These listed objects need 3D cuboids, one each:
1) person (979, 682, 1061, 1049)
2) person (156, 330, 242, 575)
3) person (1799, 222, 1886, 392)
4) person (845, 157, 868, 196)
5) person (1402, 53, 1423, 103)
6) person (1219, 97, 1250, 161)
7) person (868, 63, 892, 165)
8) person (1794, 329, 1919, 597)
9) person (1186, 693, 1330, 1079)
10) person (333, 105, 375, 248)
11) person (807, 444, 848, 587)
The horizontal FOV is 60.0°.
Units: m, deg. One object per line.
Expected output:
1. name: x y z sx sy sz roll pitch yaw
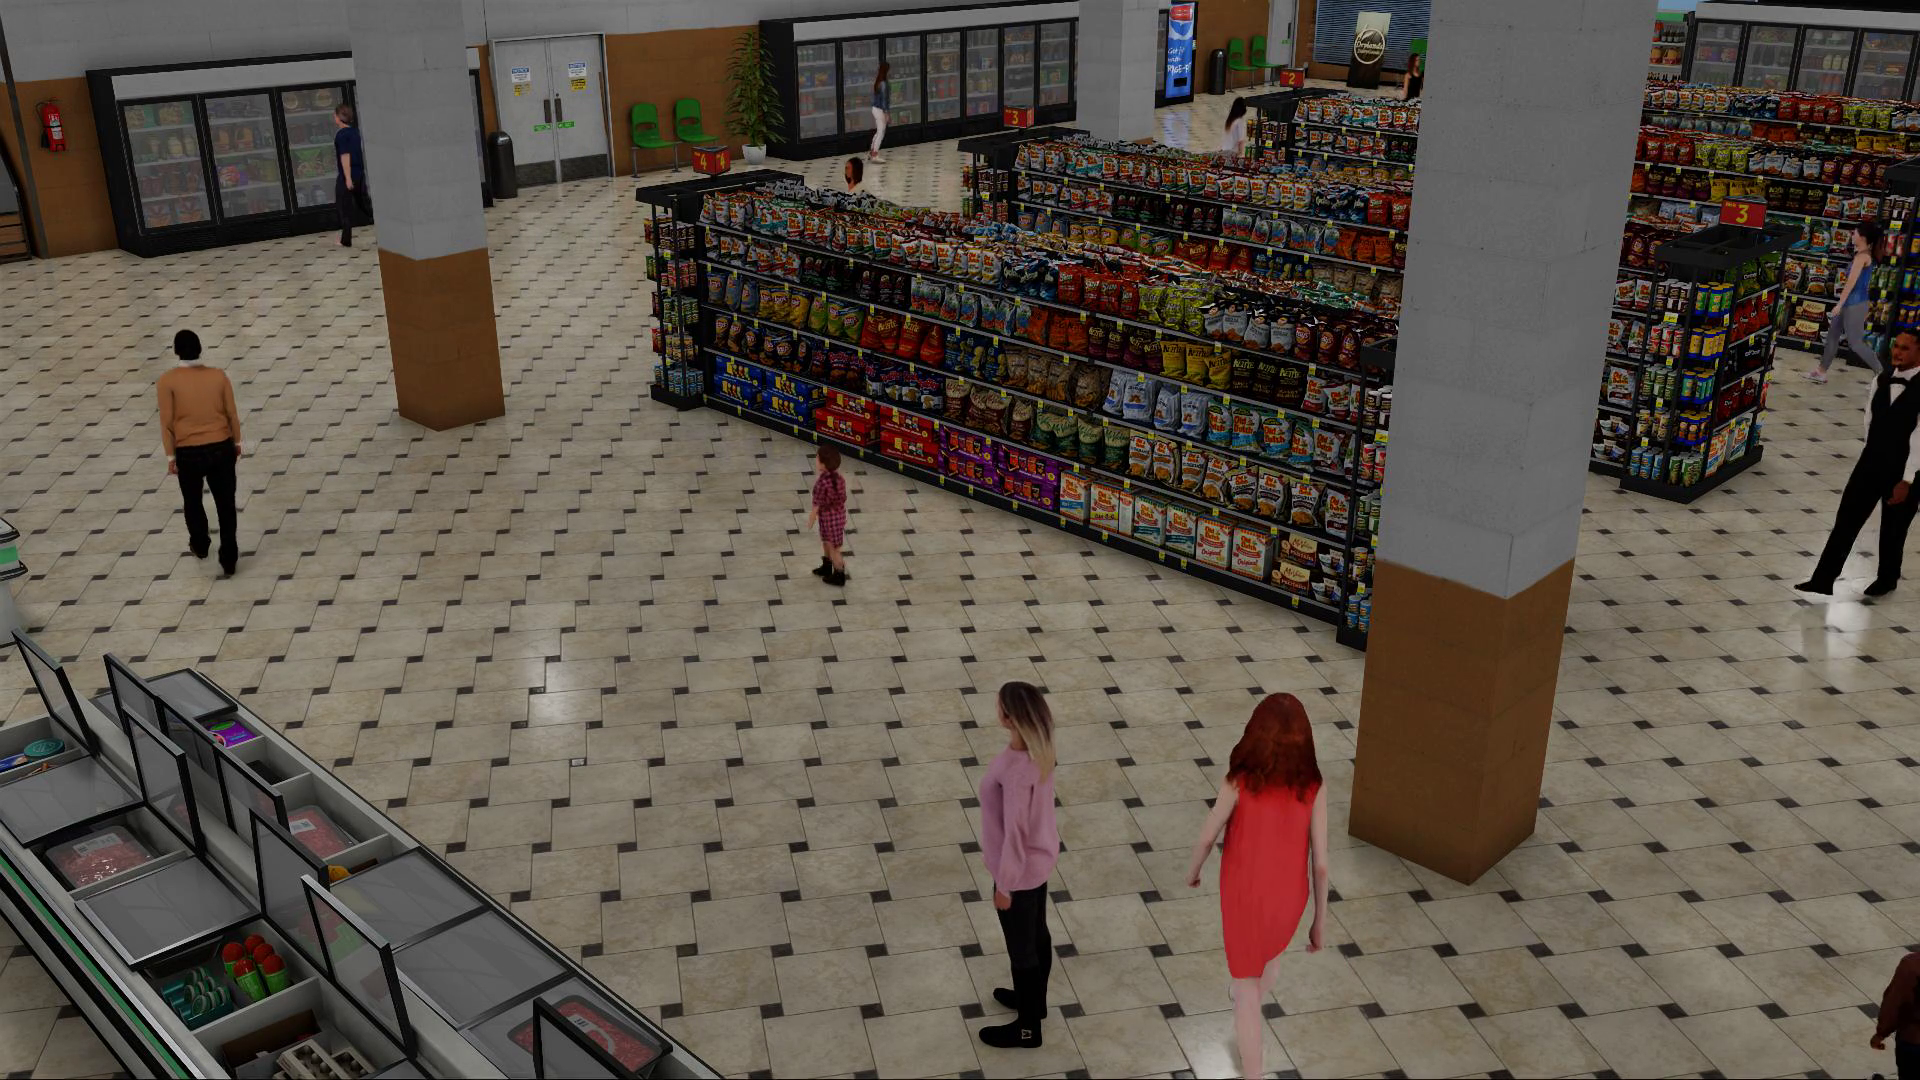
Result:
1. person: 0.276 1.343 6.914 0.689 1.687 0.681 7 23 16
2. person: -5.278 -0.582 11.645 0.797 1.731 0.992 -13 25 -30
3. person: 8.607 -2.189 15.852 1.087 1.577 0.676 15 26 32
4. person: -1.104 -3.552 19.127 0.878 1.663 0.918 -9 24 -22
5. person: 7.927 -7.730 29.462 0.612 1.710 0.914 -18 28 -37
6. person: 3.903 -5.559 24.131 0.894 1.656 0.789 -6 23 -15
7. person: -1.415 -7.267 28.366 0.896 1.668 0.785 -10 24 -23
8. person: 6.338 -0.483 11.196 0.963 1.882 1.115 -12 25 -27
9. person: 1.182 1.502 6.392 1.046 1.781 1.187 -3 22 -8
10. person: -7.896 -4.742 21.852 1.217 1.840 1.086 3 22 8
11. person: -0.866 -0.157 11.549 0.578 1.013 0.496 11 24 26
